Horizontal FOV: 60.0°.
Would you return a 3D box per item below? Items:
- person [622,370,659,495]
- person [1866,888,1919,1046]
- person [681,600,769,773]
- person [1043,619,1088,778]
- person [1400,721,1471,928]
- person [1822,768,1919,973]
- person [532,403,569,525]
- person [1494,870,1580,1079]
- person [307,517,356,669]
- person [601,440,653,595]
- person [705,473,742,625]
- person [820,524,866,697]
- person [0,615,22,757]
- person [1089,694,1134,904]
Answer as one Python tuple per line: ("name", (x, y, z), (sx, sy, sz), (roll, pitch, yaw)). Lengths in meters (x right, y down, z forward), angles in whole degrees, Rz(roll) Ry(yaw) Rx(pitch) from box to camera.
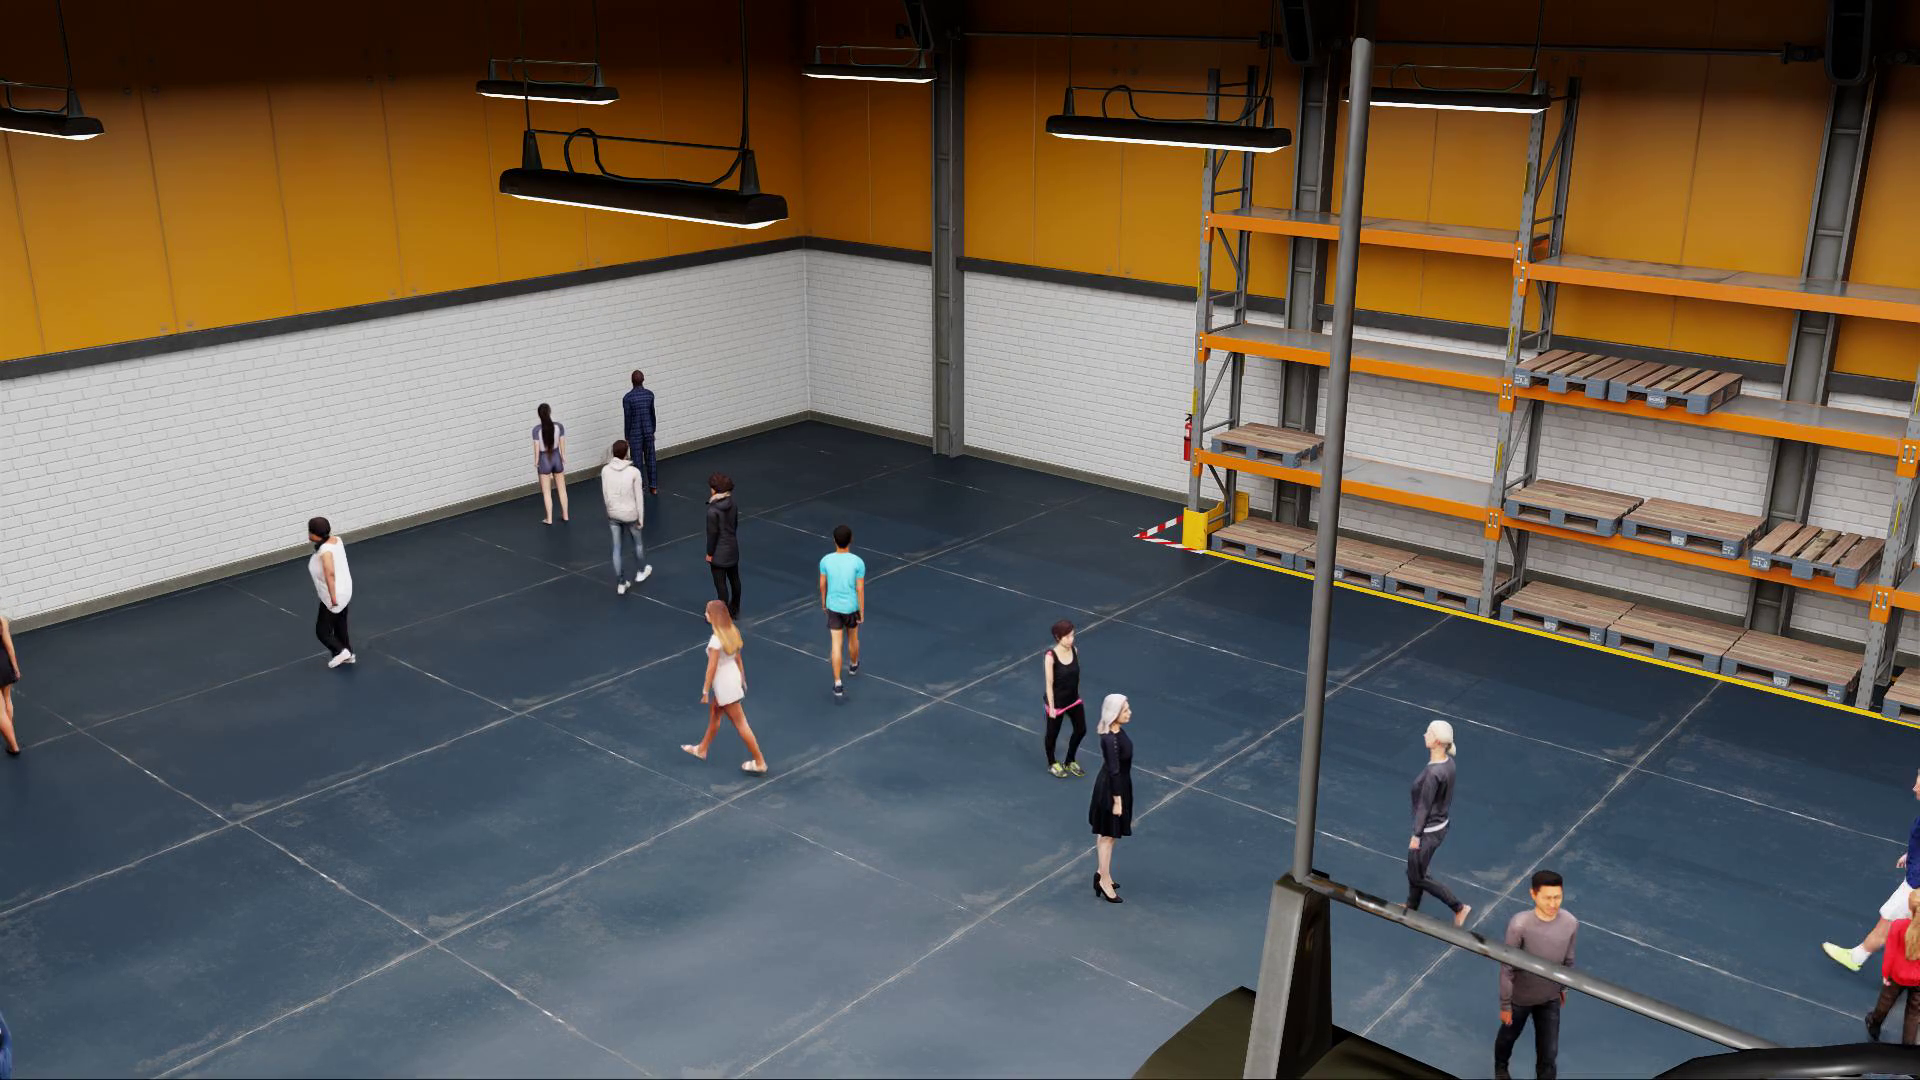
("person", (-4.526, -1.523, 23.587), (0.698, 1.819, 0.643), (-15, 24, -38))
("person", (6.396, 2.952, 11.163), (0.780, 1.265, 0.730), (6, 19, 16))
("person", (-2.062, 1.380, 15.244), (1.204, 1.641, 0.868), (6, 20, 18))
("person", (0.887, 1.432, 15.248), (0.624, 1.540, 0.643), (-14, 23, -36))
("person", (3.650, 2.202, 12.695), (0.948, 1.709, 0.729), (10, 21, 28))
("person", (6.951, 2.472, 11.785), (0.773, 1.778, 1.157), (-15, 24, -38))
("person", (-5.514, -1.035, 22.402), (0.643, 1.649, 0.593), (-13, 22, -33))
("person", (3.644, 2.871, 10.684), (1.126, 1.726, 1.159), (-6, 19, -16))
("person", (-6.601, 0.552, 17.651), (0.825, 1.675, 0.778), (0, 19, 0))
("person", (-4.047, -0.253, 19.798), (1.041, 1.829, 1.055), (1, 19, 2))
("person", (-2.674, 0.096, 18.835), (0.628, 1.782, 0.646), (12, 22, 31))
("person", (-1.213, 0.753, 16.968), (1.162, 1.729, 1.159), (0, 19, 0))
("person", (-9.034, 1.256, 15.591), (0.918, 1.653, 0.597), (17, 25, 41))
("person", (1.215, 2.019, 13.181), (0.744, 1.746, 0.704), (1, 19, 3))
